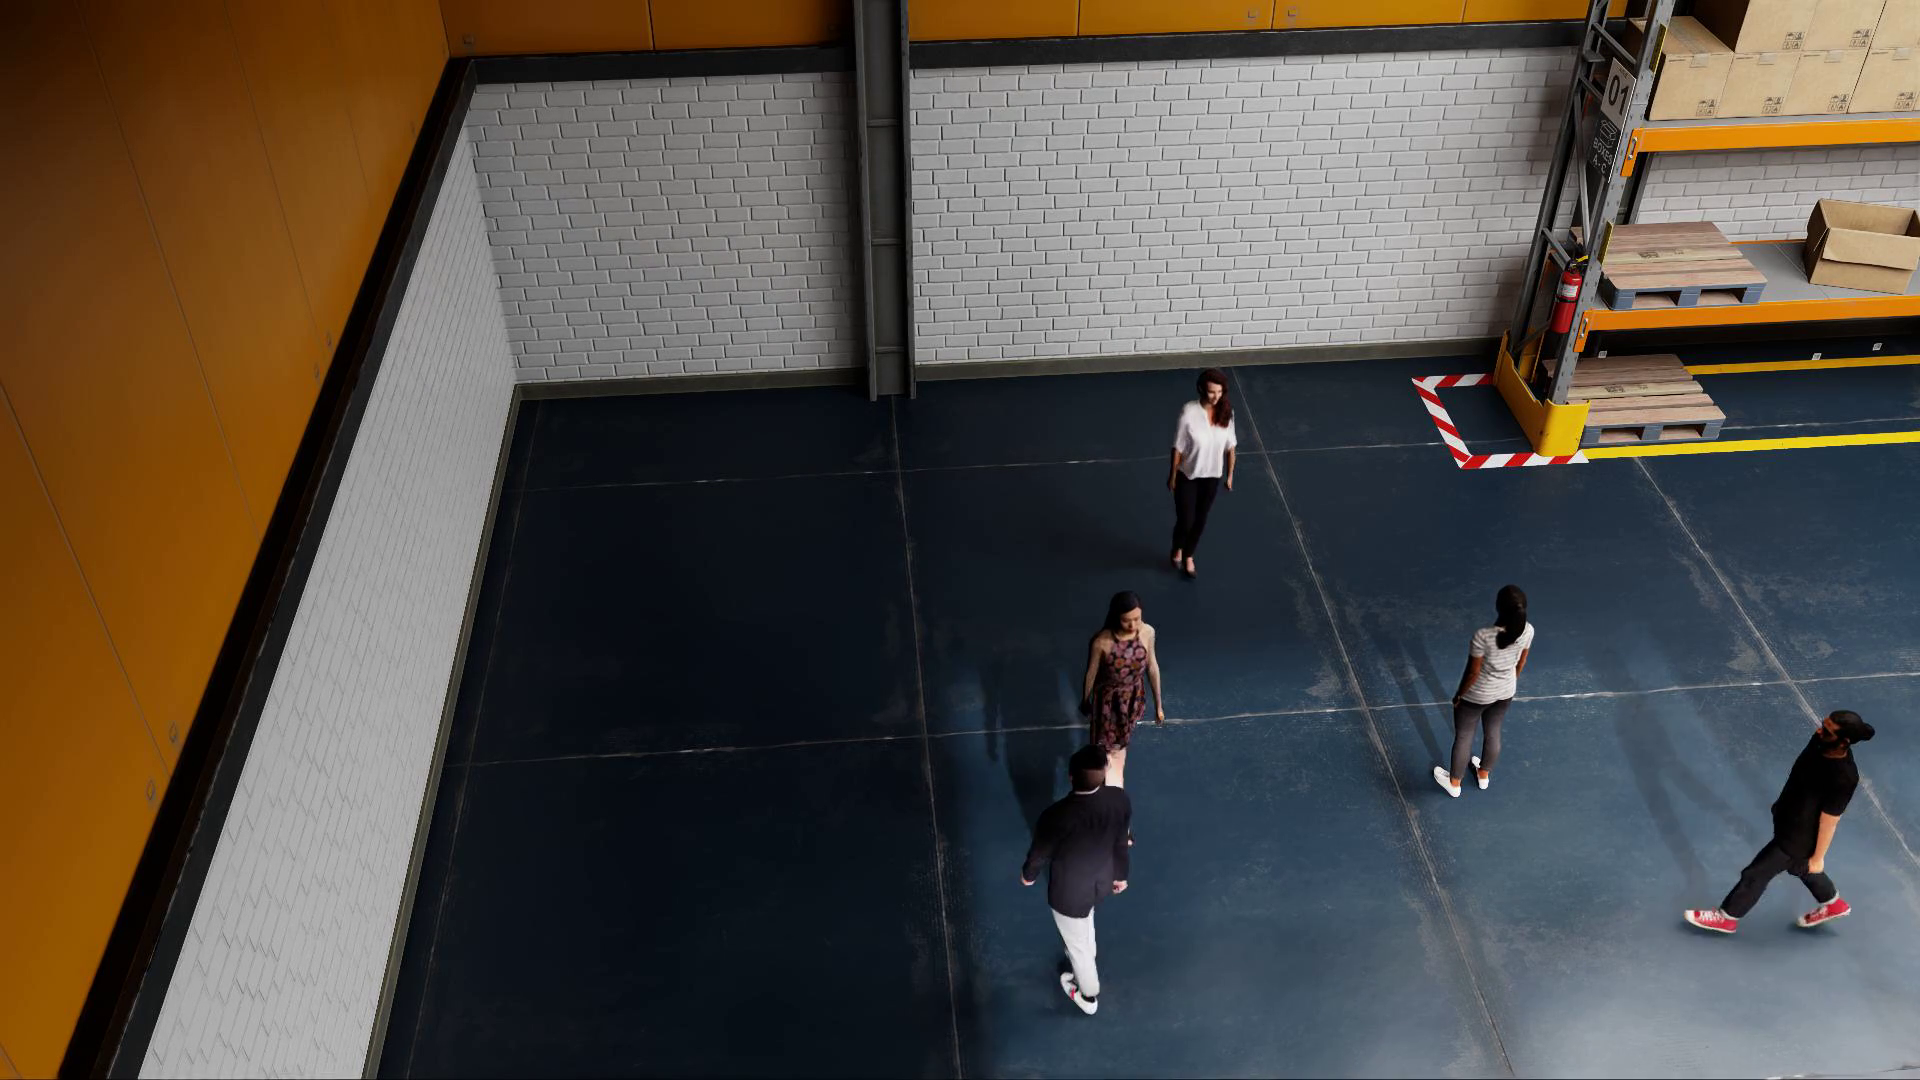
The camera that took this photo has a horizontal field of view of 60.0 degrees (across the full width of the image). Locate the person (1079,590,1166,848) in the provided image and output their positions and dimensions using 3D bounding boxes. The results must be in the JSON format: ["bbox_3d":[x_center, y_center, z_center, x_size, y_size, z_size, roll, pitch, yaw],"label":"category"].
[{"bbox_3d":[0.925,0.937,10.149,0.980,1.746,0.869,-15,41,-18],"label":"person"}]

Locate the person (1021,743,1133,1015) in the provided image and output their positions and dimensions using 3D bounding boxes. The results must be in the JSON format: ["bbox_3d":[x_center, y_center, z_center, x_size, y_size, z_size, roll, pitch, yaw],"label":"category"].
[{"bbox_3d":[0.695,1.865,8.836,0.822,1.935,0.910,-22,44,-25],"label":"person"}]

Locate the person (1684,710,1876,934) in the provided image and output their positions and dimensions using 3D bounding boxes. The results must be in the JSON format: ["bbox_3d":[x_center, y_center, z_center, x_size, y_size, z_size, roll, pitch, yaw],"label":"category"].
[{"bbox_3d":[4.794,1.619,9.306,1.213,1.732,0.867,8,39,9],"label":"person"}]

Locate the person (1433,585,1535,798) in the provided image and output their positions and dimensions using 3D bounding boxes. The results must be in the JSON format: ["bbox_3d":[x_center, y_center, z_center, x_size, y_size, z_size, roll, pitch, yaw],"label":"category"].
[{"bbox_3d":[3.250,0.926,10.242,0.522,1.647,0.667,-10,40,-12],"label":"person"}]

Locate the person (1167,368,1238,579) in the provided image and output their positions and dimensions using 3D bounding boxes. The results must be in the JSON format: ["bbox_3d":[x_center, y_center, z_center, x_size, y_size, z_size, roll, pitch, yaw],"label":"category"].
[{"bbox_3d":[1.667,-0.506,11.924,0.587,1.785,0.739,-11,40,-13],"label":"person"}]
